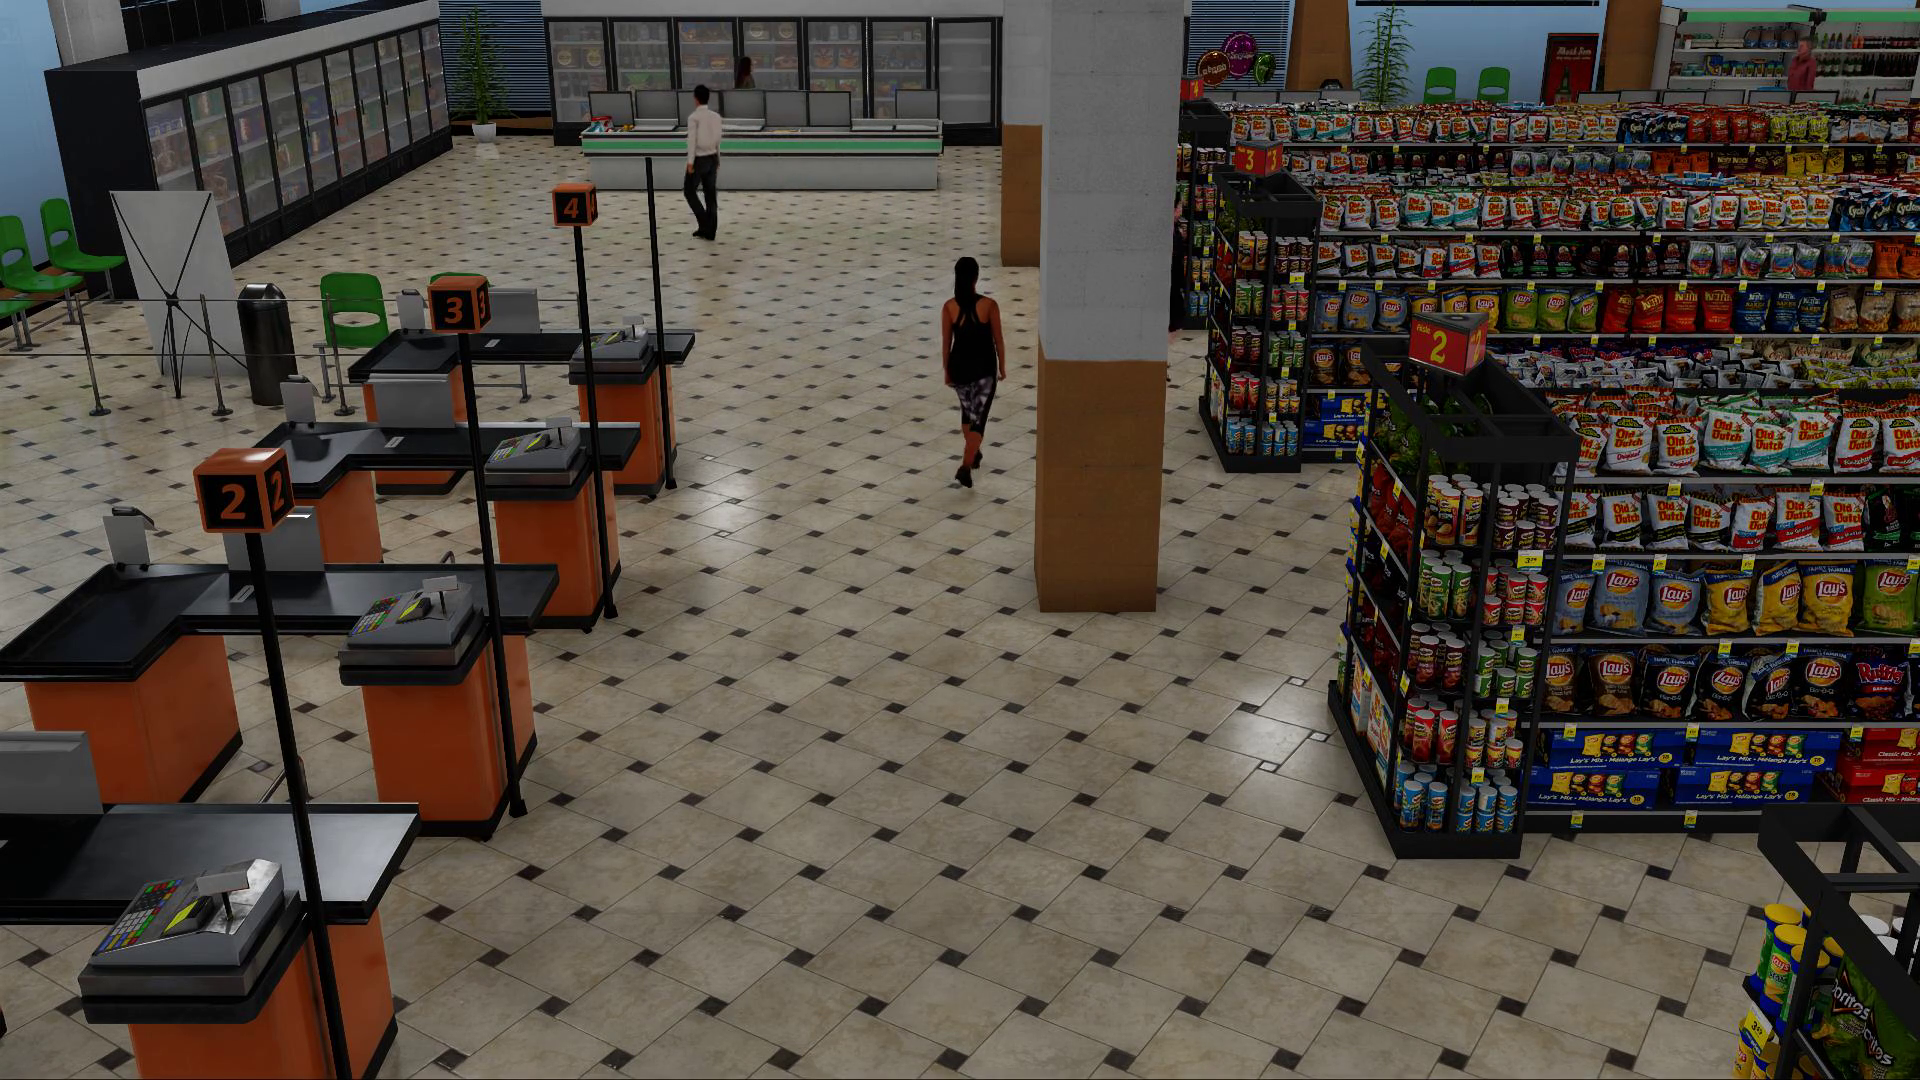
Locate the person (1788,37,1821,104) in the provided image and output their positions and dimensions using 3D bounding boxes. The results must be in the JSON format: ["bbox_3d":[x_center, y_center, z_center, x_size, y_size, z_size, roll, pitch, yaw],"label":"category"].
[{"bbox_3d":[12.829,-6.714,25.321,0.915,1.810,0.838,-6,23,-15],"label":"person"}]

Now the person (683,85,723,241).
[{"bbox_3d":[-2.973,-4.441,19.676,0.844,1.802,0.791,19,29,39],"label":"person"}]

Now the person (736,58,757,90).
[{"bbox_3d":[-3.337,-6.693,25.728,0.786,1.468,0.732,-14,26,-31],"label":"person"}]

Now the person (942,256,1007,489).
[{"bbox_3d":[0.084,-1.169,11.759,1.068,1.633,0.835,6,23,14],"label":"person"}]
